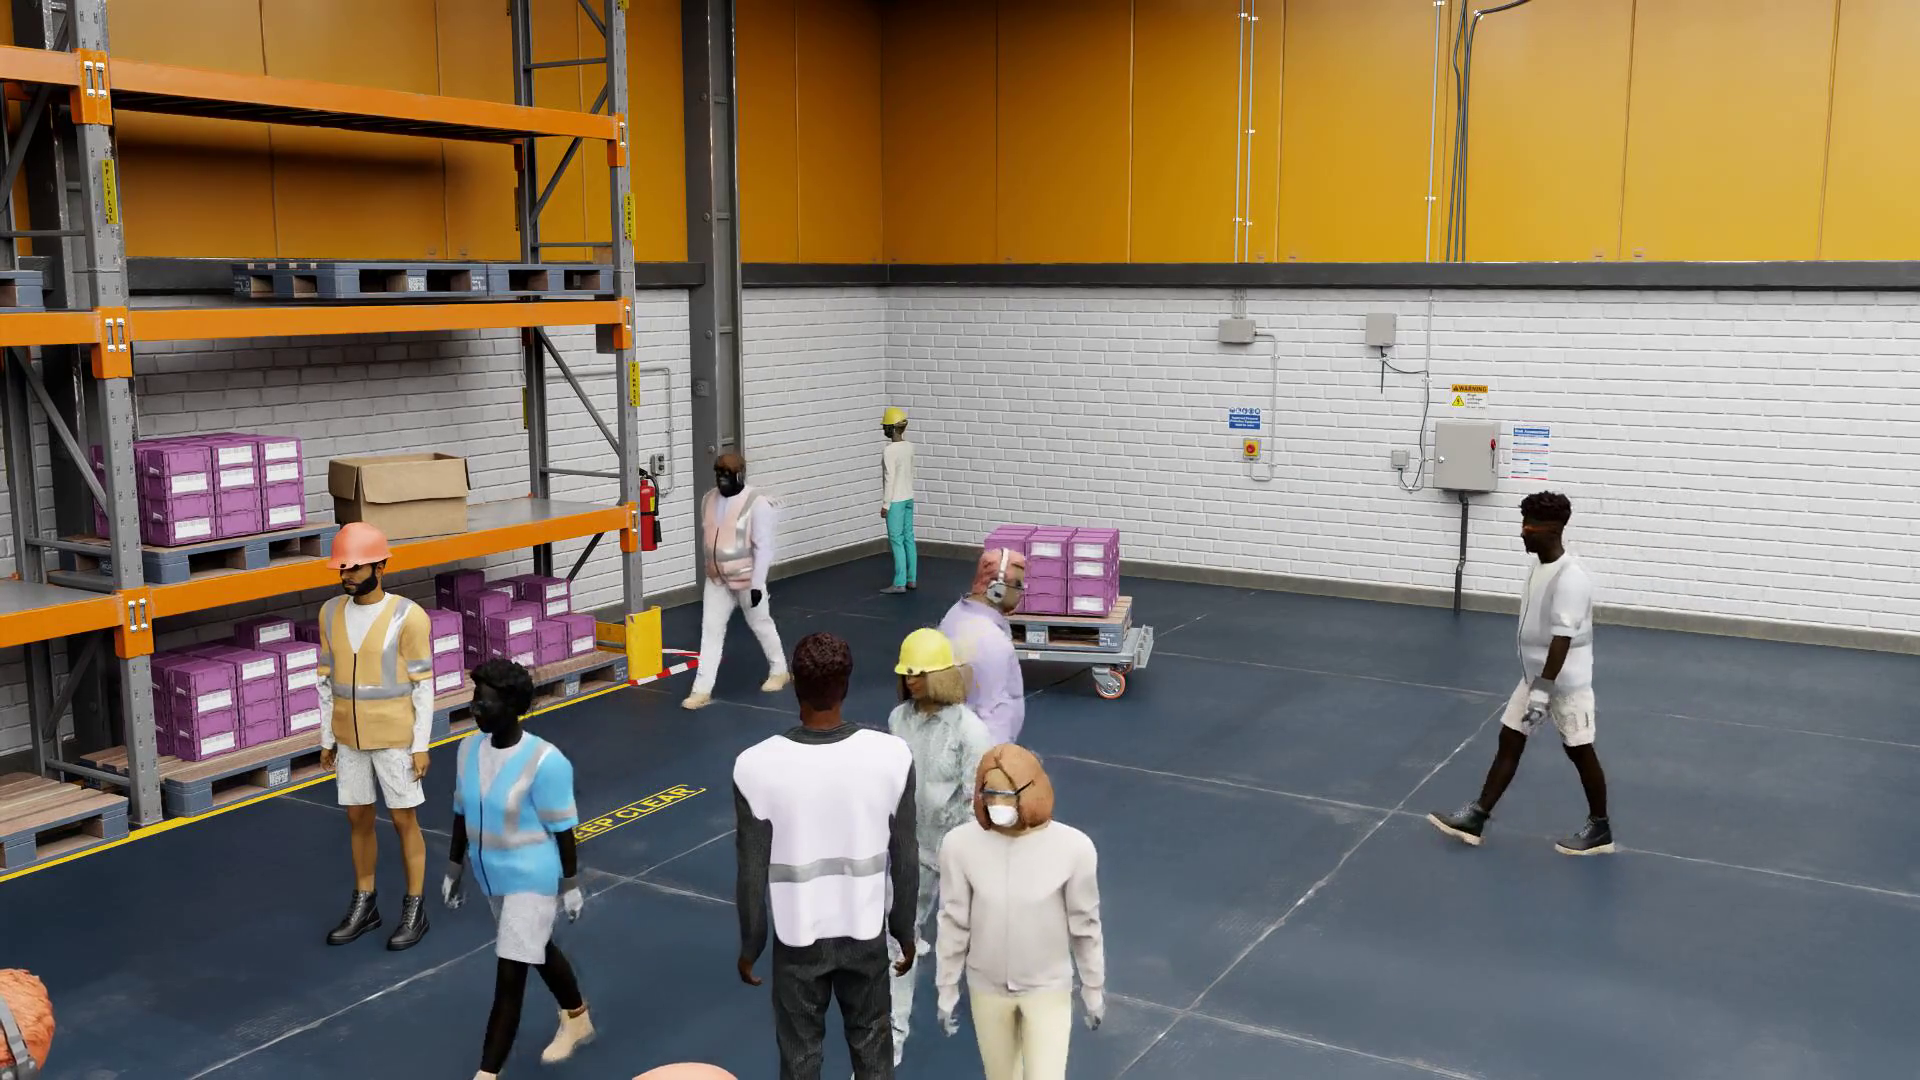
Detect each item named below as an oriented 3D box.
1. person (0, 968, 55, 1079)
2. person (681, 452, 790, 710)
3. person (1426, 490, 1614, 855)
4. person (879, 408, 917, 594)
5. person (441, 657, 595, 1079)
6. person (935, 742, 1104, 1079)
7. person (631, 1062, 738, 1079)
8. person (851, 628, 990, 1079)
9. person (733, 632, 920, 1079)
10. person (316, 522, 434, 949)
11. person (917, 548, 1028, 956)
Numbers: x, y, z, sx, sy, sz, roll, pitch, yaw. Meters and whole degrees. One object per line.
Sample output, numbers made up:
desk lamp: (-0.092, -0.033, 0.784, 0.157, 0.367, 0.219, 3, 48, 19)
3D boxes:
person: (-1.607, 1.644, 2.858, 0.575, 1.882, 0.355, 4, 10, 25)
person: (-1.565, 0.261, 11.802, 0.653, 1.791, 0.999, 6, 11, 31)
person: (2.983, 0.701, 8.612, 0.984, 1.910, 0.633, -1, 9, -4)
person: (-0.611, -0.368, 15.775, 0.326, 1.767, 0.533, 4, 10, 25)
person: (-1.642, 1.237, 6.098, 0.543, 1.650, 0.880, 6, 11, 34)
person: (0.161, 1.421, 5.073, 0.516, 1.607, 0.561, 3, 9, 16)
person: (-0.380, 1.681, 2.477, 0.366, 1.931, 0.542, -7, 11, -36)
person: (-0.058, 1.161, 6.438, 0.507, 1.701, 0.886, 6, 11, 34)
person: (-0.416, 1.239, 5.265, 0.587, 1.920, 0.390, -2, 9, -13)
person: (-2.637, 0.878, 7.463, 0.551, 1.936, 0.356, 2, 9, 13)
person: (0.021, 0.941, 7.338, 0.833, 1.858, 0.712, -2, 9, -13)
